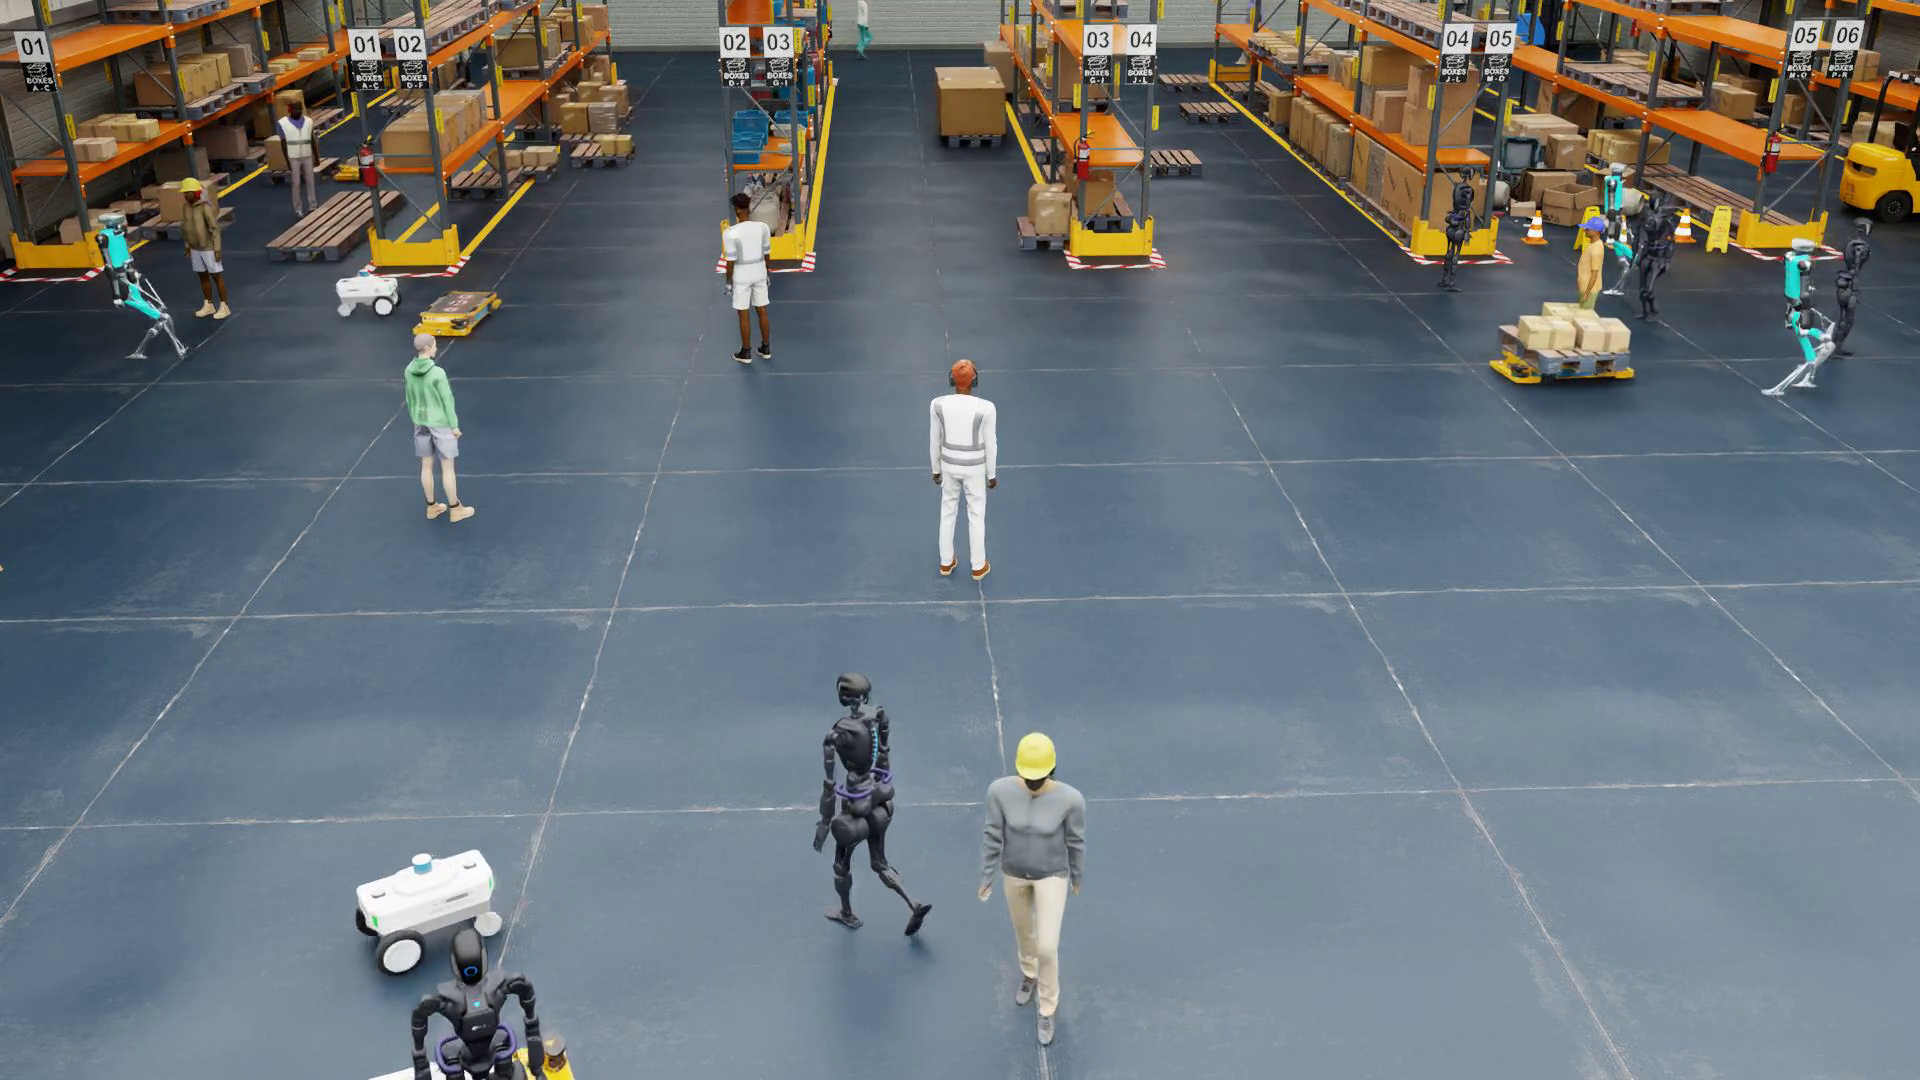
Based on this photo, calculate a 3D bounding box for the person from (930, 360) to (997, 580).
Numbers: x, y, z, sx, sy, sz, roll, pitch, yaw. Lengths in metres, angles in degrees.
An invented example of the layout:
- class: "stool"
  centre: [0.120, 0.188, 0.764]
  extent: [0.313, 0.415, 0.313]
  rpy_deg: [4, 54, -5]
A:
- class: "person"
  centre: [0.026, -0.580, 13.808]
  extent: [0.573, 1.877, 0.343]
  rpy_deg: [8, 25, 17]

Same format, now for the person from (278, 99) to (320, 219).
- class: "person"
  centre: [-10.269, -5.947, 25.913]
  extent: [0.575, 1.831, 0.404]
  rpy_deg: [-22, 32, -40]

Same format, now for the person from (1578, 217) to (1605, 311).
- class: "person"
  centre: [7.189, -2.870, 19.138]
  extent: [0.356, 1.718, 0.449]
  rpy_deg: [6, 25, 14]

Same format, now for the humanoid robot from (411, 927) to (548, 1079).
- class: "humanoid robot"
  centre: [-2.131, 2.389, 7.385]
  extent: [0.599, 1.646, 0.378]
  rpy_deg: [-11, 26, -24]

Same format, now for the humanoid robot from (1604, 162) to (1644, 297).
- class: "humanoid robot"
  centre: [8.664, -3.933, 21.641]
  extent: [0.740, 1.904, 0.546]
  rpy_deg: [11, 26, 23]

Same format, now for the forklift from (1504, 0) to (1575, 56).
- class: "forklift"
  centre: [14.700, -13.805, 42.301]
  extent: [1.873, 2.768, 1.129]
  rpy_deg: [-1, 24, -2]

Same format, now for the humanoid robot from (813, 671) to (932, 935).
- class: "humanoid robot"
  centre: [-0.513, 1.516, 9.362]
  extent: [0.634, 1.636, 0.591]
  rpy_deg: [16, 29, 32]

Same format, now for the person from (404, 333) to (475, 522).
- class: "person"
  centre: [-4.716, -1.002, 14.916]
  extent: [0.470, 1.738, 0.336]
  rpy_deg: [9, 25, 19]

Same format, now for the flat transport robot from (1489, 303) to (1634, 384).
- class: "flat transport robot"
  centre: [6.856, -2.002, 18.970]
  extent: [1.431, 0.231, 0.659]
  rpy_deg: [-4, 24, -9]

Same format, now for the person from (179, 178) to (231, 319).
- class: "person"
  centre: [-9.483, -3.674, 20.888]
  extent: [0.539, 1.763, 0.401]
  rpy_deg: [9, 25, 18]

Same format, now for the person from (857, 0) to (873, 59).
- class: "person"
  centre: [-2.411, -12.973, 41.790]
  extent: [0.400, 1.750, 0.539]
  rpy_deg: [-10, 26, -21]

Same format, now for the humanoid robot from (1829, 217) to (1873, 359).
- class: "humanoid robot"
  centre: [10.321, -2.923, 19.294]
  extent: [0.318, 1.649, 0.608]
  rpy_deg: [9, 25, 19]

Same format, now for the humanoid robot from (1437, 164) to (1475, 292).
- class: "humanoid robot"
  centre: [6.616, -4.160, 22.071]
  extent: [0.315, 1.657, 0.599]
  rpy_deg: [-1, 24, -2]

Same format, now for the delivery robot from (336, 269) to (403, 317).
- class: "delivery robot"
  centre: [-7.532, -3.148, 21.194]
  extent: [0.791, 0.595, 0.499]
  rpy_deg: [-2, 24, -4]

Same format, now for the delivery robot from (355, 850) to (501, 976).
- class: "delivery robot"
  centre: [-3.050, 2.080, 9.471]
  extent: [0.811, 0.613, 0.499]
  rpy_deg: [-15, 28, -30]

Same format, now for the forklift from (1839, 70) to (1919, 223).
- class: "forklift"
  centre: [15.132, -6.143, 25.915]
  extent: [2.313, 2.155, 1.214]
  rpy_deg: [-1, 24, -2]

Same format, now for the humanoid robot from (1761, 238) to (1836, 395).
- class: "humanoid robot"
  centre: [9.259, -2.387, 18.050]
  extent: [0.873, 1.766, 0.530]
  rpy_deg: [2, 24, 4]

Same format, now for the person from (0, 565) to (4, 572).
- class: "person"
  centre: [-8.356, -0.552, 13.729]
  extent: [0.381, 1.890, 0.569]
  rpy_deg: [15, 28, 31]

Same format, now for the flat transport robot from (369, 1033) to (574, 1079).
- class: "flat transport robot"
  centre: [-2.582, 2.848, 8.074]
  extent: [1.431, 0.231, 0.659]
  rpy_deg: [-10, 26, -21]

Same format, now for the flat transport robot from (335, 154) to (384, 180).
- class: "flat transport robot"
  centre: [-10.421, -6.547, 29.183]
  extent: [0.659, 0.231, 1.431]
  rpy_deg: [0, 24, -1]

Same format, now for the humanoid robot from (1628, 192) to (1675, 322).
- class: "humanoid robot"
  centre: [8.616, -3.523, 20.664]
  extent: [0.412, 1.631, 0.616]
  rpy_deg: [-15, 28, -30]

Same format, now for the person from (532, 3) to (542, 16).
- class: "person"
  centre: [-10.469, -12.643, 40.919]
  extent: [0.364, 1.864, 0.510]
  rpy_deg: [8, 25, 17]

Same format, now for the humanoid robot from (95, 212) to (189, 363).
- class: "humanoid robot"
  centre: [-9.333, -2.892, 19.182]
  extent: [0.961, 1.769, 0.532]
  rpy_deg: [1, 24, 2]

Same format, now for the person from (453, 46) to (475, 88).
- class: "person"
  centre: [-11.309, -11.092, 37.637]
  extent: [0.540, 1.696, 0.316]
  rpy_deg: [0, 24, 1]

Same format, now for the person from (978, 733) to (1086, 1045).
- class: "person"
  centre: [0.360, 1.784, 8.656]
  extent: [0.528, 1.744, 0.696]
  rpy_deg: [8, 25, 17]

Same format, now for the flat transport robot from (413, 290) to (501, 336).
- class: "flat transport robot"
  centre: [-6.304, -2.852, 20.881]
  extent: [0.659, 0.231, 1.431]
  rpy_deg: [1, 24, 3]

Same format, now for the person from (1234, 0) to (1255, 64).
- class: "person"
  centre: [7.265, -12.698, 41.189]
  extent: [0.820, 1.767, 0.601]
  rpy_deg: [1, 24, 1]

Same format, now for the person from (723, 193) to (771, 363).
- class: "person"
  centre: [-2.451, -3.024, 19.191]
  extent: [0.601, 1.958, 0.385]
  rpy_deg: [-16, 29, -32]
